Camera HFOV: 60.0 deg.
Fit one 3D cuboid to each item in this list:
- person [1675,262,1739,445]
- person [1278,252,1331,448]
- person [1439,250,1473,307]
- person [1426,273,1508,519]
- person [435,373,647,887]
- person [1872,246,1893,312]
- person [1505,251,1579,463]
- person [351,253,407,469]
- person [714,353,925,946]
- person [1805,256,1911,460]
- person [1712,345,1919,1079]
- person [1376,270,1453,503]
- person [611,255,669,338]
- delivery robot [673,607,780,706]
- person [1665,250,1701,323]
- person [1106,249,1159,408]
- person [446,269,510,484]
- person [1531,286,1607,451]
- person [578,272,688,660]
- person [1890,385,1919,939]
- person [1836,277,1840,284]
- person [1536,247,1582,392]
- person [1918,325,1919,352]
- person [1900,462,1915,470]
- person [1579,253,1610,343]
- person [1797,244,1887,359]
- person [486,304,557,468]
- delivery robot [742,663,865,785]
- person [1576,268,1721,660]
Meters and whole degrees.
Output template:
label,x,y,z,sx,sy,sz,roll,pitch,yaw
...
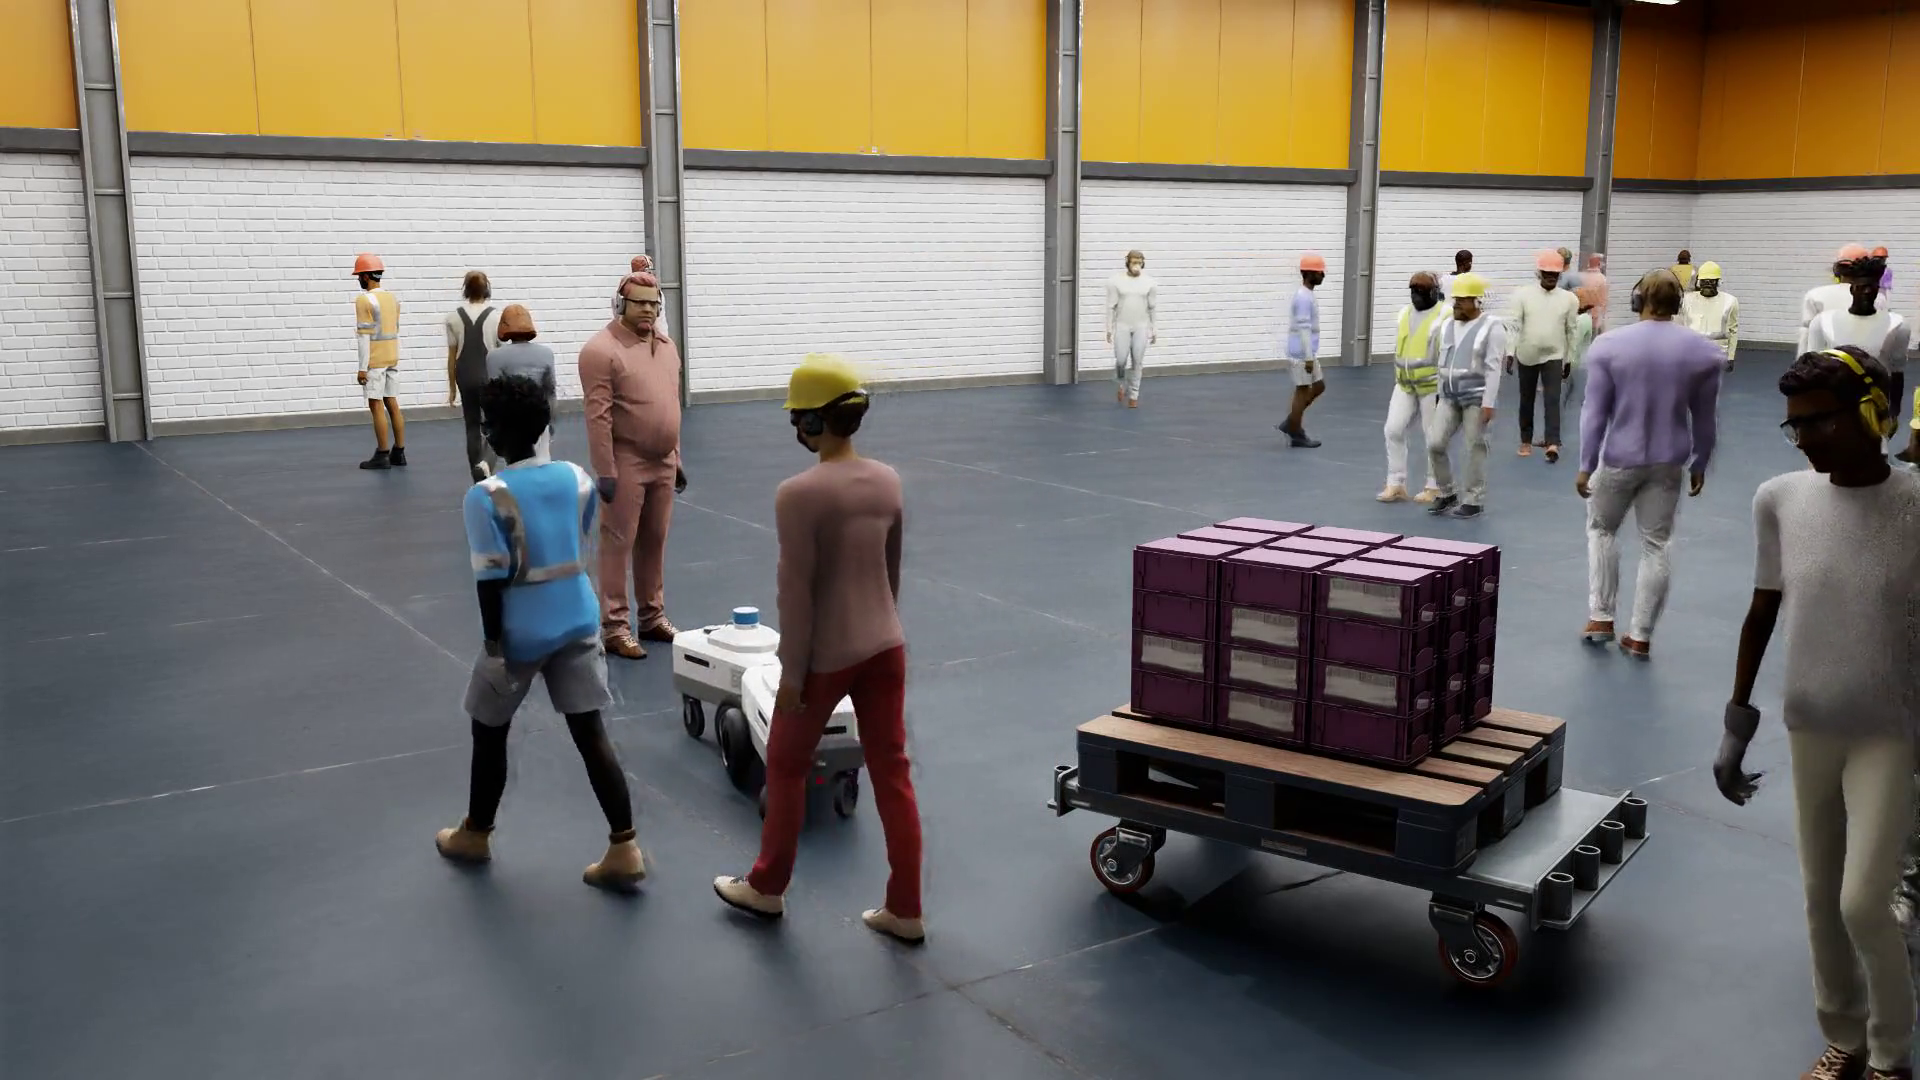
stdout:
label,x,y,z,sx,sy,sz,roll,pitch,yaw
person,7.442,-1.860,16.642,0.600,1.829,0.404,4,11,22
person,3.426,-1.858,16.373,0.400,1.924,0.576,3,11,14
person,6.299,-2.703,21.044,0.390,1.914,0.587,-7,13,-35
person,3.696,-1.043,12.216,0.483,1.815,0.590,-8,13,-37
person,-1.350,0.292,5.336,0.854,1.648,0.523,8,13,38
person,15.047,-3.865,27.364,0.502,1.925,0.574,-5,11,-23
person,5.417,-1.707,15.519,0.634,1.935,1.042,3,11,16
person,-5.253,-1.602,14.964,0.382,1.932,0.541,3,11,14
person,-0.422,0.319,4.944,0.774,1.736,0.539,9,14,40
person,5.747,-0.841,10.729,0.603,1.939,0.794,5,12,27
person,2.080,0.469,3.887,0.516,1.834,0.551,-8,13,-36
person,3.542,-1.172,12.906,0.694,1.813,0.642,-8,13,-36
person,-3.116,-1.849,16.407,0.645,1.903,0.401,6,12,29
delivery robot,-0.875,0.520,6.842,0.477,0.478,0.707,-9,14,-41
person,12.900,-4.259,29.766,0.637,1.841,0.429,4,11,19
person,2.097,-2.548,20.156,0.648,1.923,0.447,0,10,-2
person,-3.810,-1.217,13.158,0.518,1.830,0.654,0,10,-2
person,6.083,-1.671,16.236,0.800,1.607,0.499,3,11,17
person,-1.588,-0.377,8.322,0.402,1.904,0.639,6,12,30
person,2.938,0.338,4.974,0.485,1.680,0.910,7,12,32
person,9.265,-1.988,17.417,1.020,1.805,0.534,-3,11,-14
person,7.984,-2.907,22.089,0.378,1.940,0.629,-2,11,-13
person,11.673,-2.418,19.590,0.996,1.873,0.599,-5,12,-27
person,8.158,-1.319,13.657,0.966,1.831,0.609,-6,12,-30
person,8.786,-3.075,23.263,1.021,1.860,0.654,-8,13,-36
person,7.336,-1.434,13.815,0.640,2.010,0.854,8,13,38
person,-2.924,-0.754,11.124,0.507,1.631,0.272,-10,14,-43
delivery robot,-0.590,0.642,6.171,0.477,0.478,0.707,-3,11,-17
person,3.396,-0.384,8.300,0.667,1.919,0.646,1,10,7
